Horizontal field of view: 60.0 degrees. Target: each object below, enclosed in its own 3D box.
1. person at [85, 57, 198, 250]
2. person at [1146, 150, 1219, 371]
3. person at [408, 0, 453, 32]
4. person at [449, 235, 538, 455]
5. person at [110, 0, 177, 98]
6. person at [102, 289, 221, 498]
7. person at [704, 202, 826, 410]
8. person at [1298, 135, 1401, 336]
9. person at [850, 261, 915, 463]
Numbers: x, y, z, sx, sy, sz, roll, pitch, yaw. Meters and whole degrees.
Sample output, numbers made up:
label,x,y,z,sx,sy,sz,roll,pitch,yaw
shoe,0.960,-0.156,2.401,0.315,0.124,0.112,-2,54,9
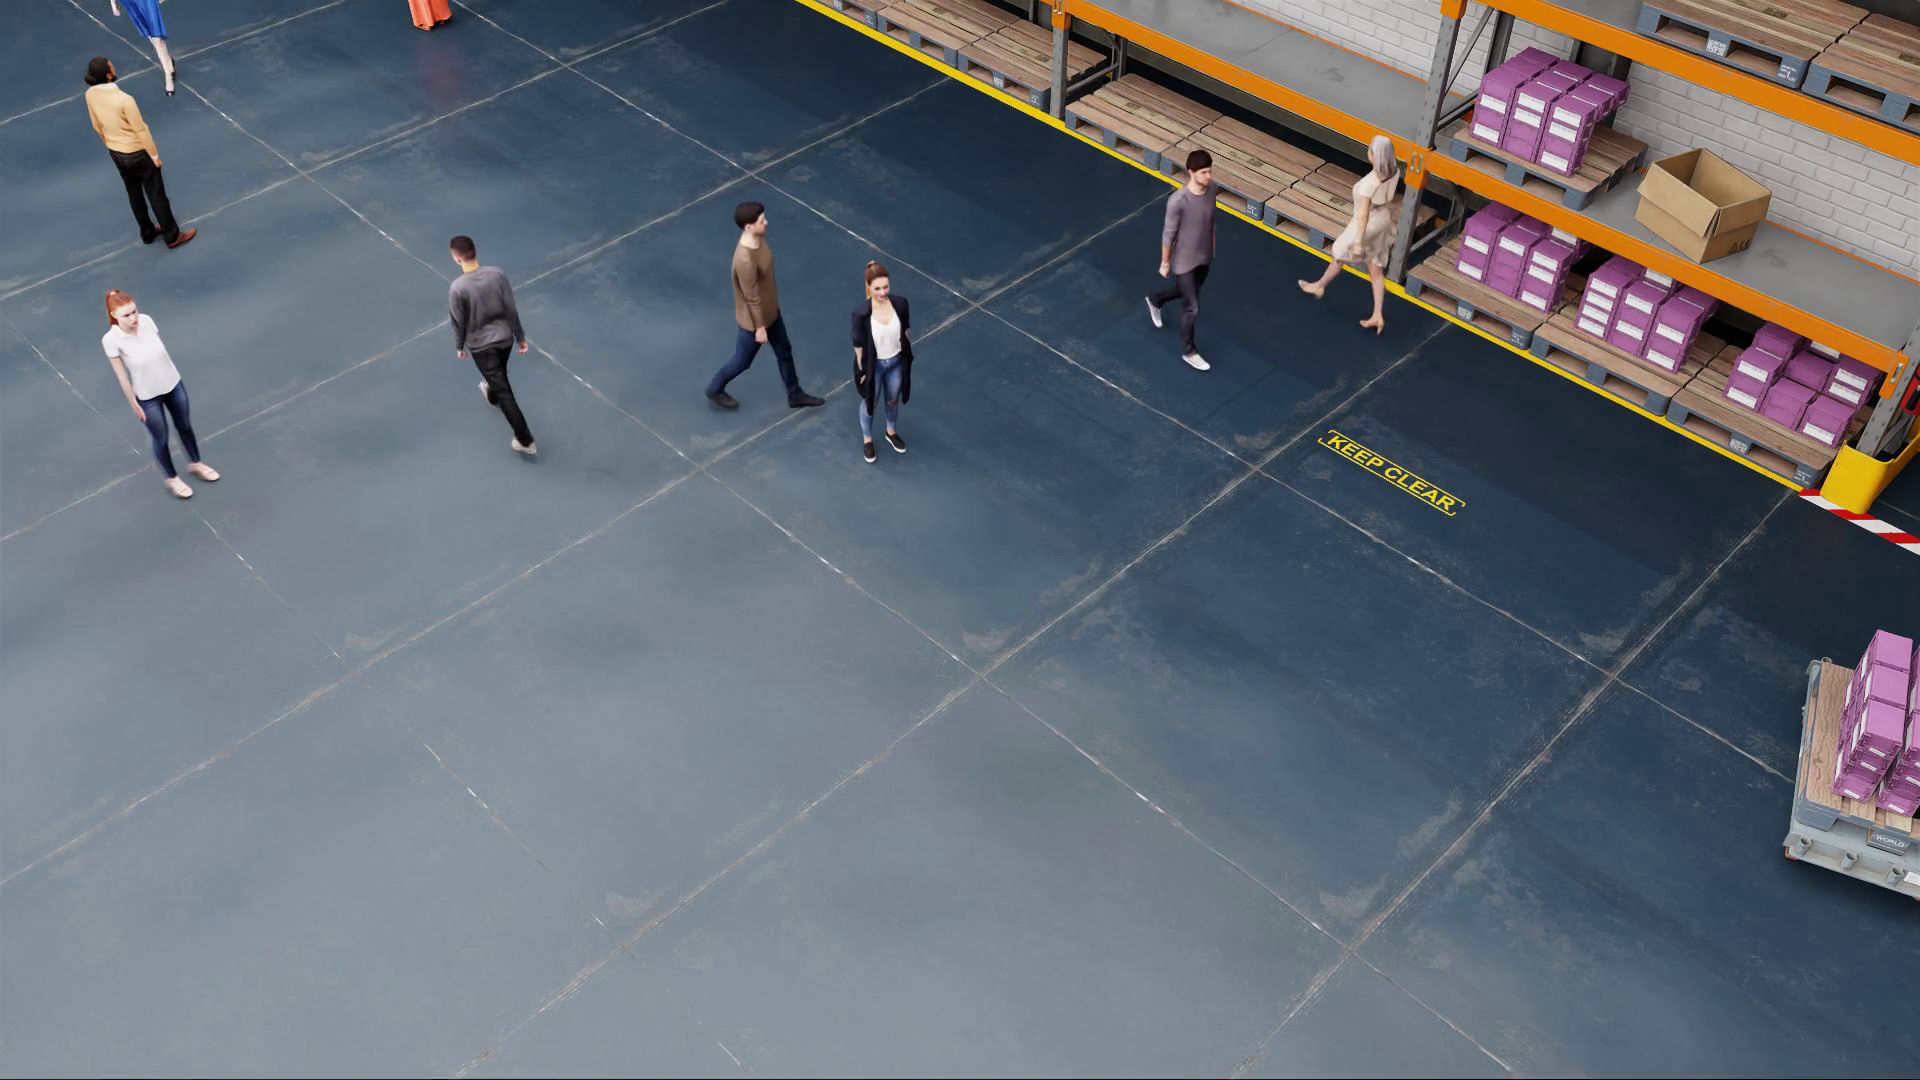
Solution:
label,x,y,z,sx,sy,sz,roll,pitch,yaw
person,-7.149,-3.340,14.352,0.674,1.753,0.807,13,45,13
person,1.769,-2.282,13.189,0.750,1.825,1.113,-30,51,-27
person,-5.706,-6.213,17.333,0.606,1.801,0.556,-34,53,-31
person,-3.436,-1.411,12.362,0.696,1.705,1.233,-31,52,-29
person,-8.107,-5.376,16.458,0.903,1.796,1.047,-10,44,-10
person,-5.794,-1.076,11.987,0.581,1.737,0.598,24,48,23
person,-1.622,-1.708,12.568,1.252,1.850,1.131,4,44,4
person,3.369,-2.416,13.422,0.662,1.698,1.092,-32,52,-29
person,-0.579,-1.322,12.284,0.706,1.683,0.691,-17,46,-17
